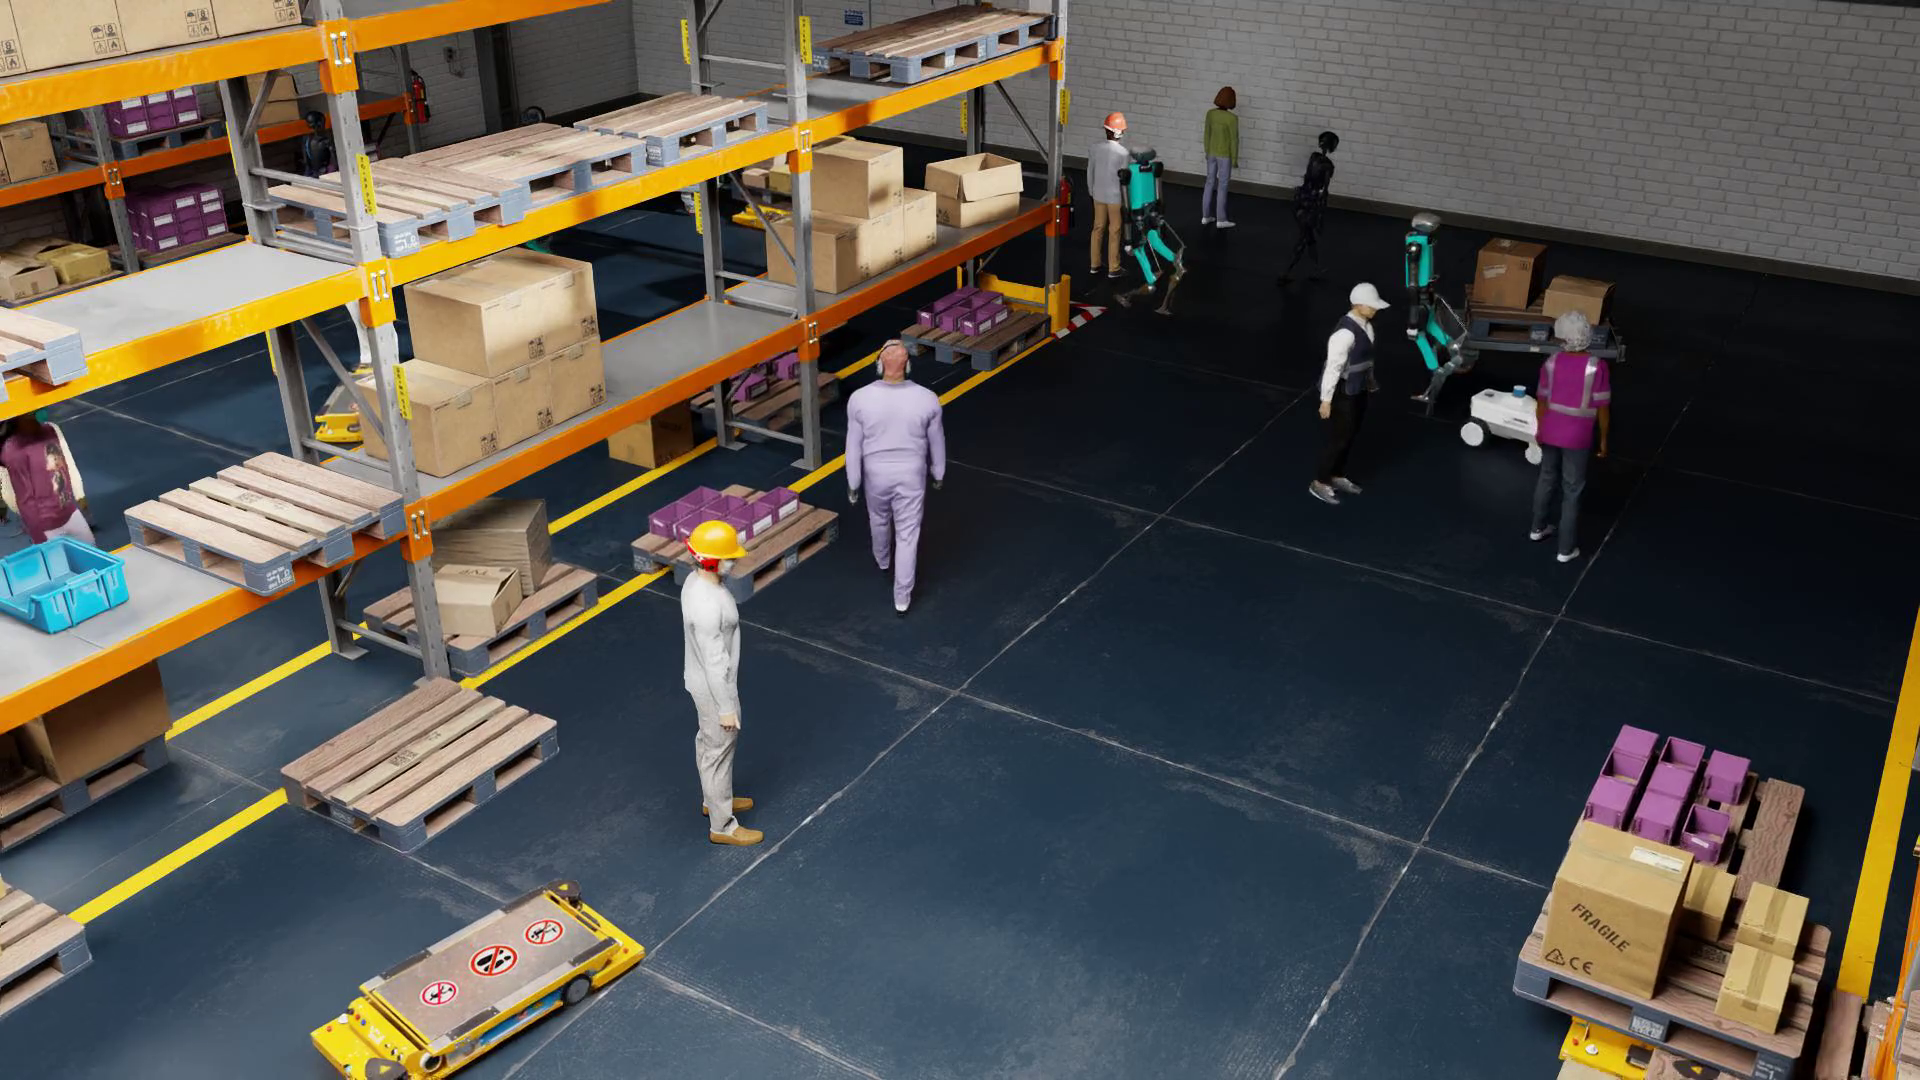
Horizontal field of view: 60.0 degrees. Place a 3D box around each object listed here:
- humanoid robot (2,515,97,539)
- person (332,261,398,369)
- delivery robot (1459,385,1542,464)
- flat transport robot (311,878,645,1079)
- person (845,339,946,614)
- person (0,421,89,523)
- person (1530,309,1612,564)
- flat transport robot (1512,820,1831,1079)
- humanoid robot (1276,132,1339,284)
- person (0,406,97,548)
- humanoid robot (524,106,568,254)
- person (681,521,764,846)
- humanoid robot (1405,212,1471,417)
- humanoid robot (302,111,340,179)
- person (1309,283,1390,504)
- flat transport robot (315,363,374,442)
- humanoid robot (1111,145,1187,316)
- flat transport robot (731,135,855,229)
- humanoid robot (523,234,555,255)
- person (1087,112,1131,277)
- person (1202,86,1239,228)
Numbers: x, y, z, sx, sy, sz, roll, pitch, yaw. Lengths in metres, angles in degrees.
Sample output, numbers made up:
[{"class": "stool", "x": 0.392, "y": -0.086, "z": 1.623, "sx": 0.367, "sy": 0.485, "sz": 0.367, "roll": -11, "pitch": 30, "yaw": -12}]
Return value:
[{"class": "humanoid robot", "x": -6.859, "y": -0.743, "z": 12.175, "sx": 0.592, "sy": 1.648, "sz": 0.614, "roll": -18, "pitch": 32, "yaw": -32}, {"class": "person", "x": -5.365, "y": -2.328, "z": 14.943, "sx": 0.634, "sy": 1.936, "sz": 0.353, "roll": 12, "pitch": 29, "yaw": 23}, {"class": "delivery robot", "x": 4.615, "y": -0.998, "z": 13.835, "sx": 0.767, "sy": 0.583, "sz": 0.499, "roll": 24, "pitch": 35, "yaw": 39}, {"class": "flat transport robot", "x": -2.287, "y": 2.146, "z": 7.970, "sx": 0.659, "sy": 0.231, "sz": 1.431, "roll": 23, "pitch": 35, "yaw": 37}, {"class": "person", "x": -0.434, "y": -0.500, "z": 11.411, "sx": 0.673, "sy": 1.863, "sz": 0.961, "roll": 0, "pitch": 27, "yaw": 0}, {"class": "person", "x": -6.216, "y": -0.298, "z": 11.182, "sx": 0.572, "sy": 1.718, "sz": 0.830, "roll": -2, "pitch": 27, "yaw": -3}, {"class": "person", "x": 4.375, "y": -0.754, "z": 11.965, "sx": 0.453, "sy": 1.822, "sz": 0.559, "roll": -23, "pitch": 35, "yaw": -38}, {"class": "flat transport robot", "x": 3.406, "y": 2.131, "z": 8.000, "sx": 0.659, "sy": 0.231, "sz": 1.431, "roll": 16, "pitch": 31, "yaw": 28}, {"class": "humanoid robot", "x": 3.715, "y": -3.530, "z": 17.632, "sx": 0.685, "sy": 1.613, "sz": 0.601, "roll": -6, "pitch": 27, "yaw": -11}, {"class": "person", "x": -5.847, "y": -0.144, "z": 10.655, "sx": 0.775, "sy": 1.929, "sz": 0.503, "roll": 2, "pitch": 27, "yaw": 4}, {"class": "humanoid robot", "x": -4.637, "y": -4.000, "z": 18.526, "sx": 0.523, "sy": 1.643, "sz": 0.593, "roll": -7, "pitch": 28, "yaw": -13}, {"class": "person", "x": -1.289, "y": 0.762, "z": 8.913, "sx": 0.372, "sy": 1.886, "sz": 0.566, "roll": -6, "pitch": 28, "yaw": -12}, {"class": "humanoid robot", "x": 4.133, "y": -1.866, "z": 14.346, "sx": 0.739, "sy": 1.879, "sz": 0.554, "roll": 13, "pitch": 30, "yaw": 24}, {"class": "humanoid robot", "x": -7.027, "y": -3.871, "z": 18.268, "sx": 0.598, "sy": 1.638, "sz": 0.451, "roll": 16, "pitch": 31, "yaw": 28}, {"class": "person", "x": 2.998, "y": -1.137, "z": 12.807, "sx": 0.464, "sy": 1.758, "sz": 0.784, "roll": 16, "pitch": 31, "yaw": 28}, {"class": "flat transport robot", "x": -5.150, "y": -1.211, "z": 14.584, "sx": 0.659, "sy": 0.231, "sz": 1.431, "roll": -2, "pitch": 27, "yaw": -4}, {"class": "humanoid robot", "x": 1.914, "y": -2.989, "z": 16.437, "sx": 0.547, "sy": 1.727, "sz": 0.990, "roll": -18, "pitch": 32, "yaw": -31}, {"class": "flat transport robot", "x": -2.029, "y": -4.037, "z": 20.152, "sx": 0.659, "sy": 0.231, "sz": 1.431, "roll": 19, "pitch": 32, "yaw": 33}, {"class": "humanoid robot", "x": -4.377, "y": -3.294, "z": 17.128, "sx": 0.548, "sy": 1.825, "sz": 0.880, "roll": 24, "pitch": 35, "yaw": 38}, {"class": "person", "x": 1.625, "y": -3.710, "z": 17.866, "sx": 0.574, "sy": 1.749, "sz": 0.334, "roll": 23, "pitch": 35, "yaw": 38}, {"class": "person", "x": 3.067, "y": -4.503, "z": 19.560, "sx": 0.275, "sy": 1.632, "sz": 0.501, "roll": -19, "pitch": 33, "yaw": -33}]
